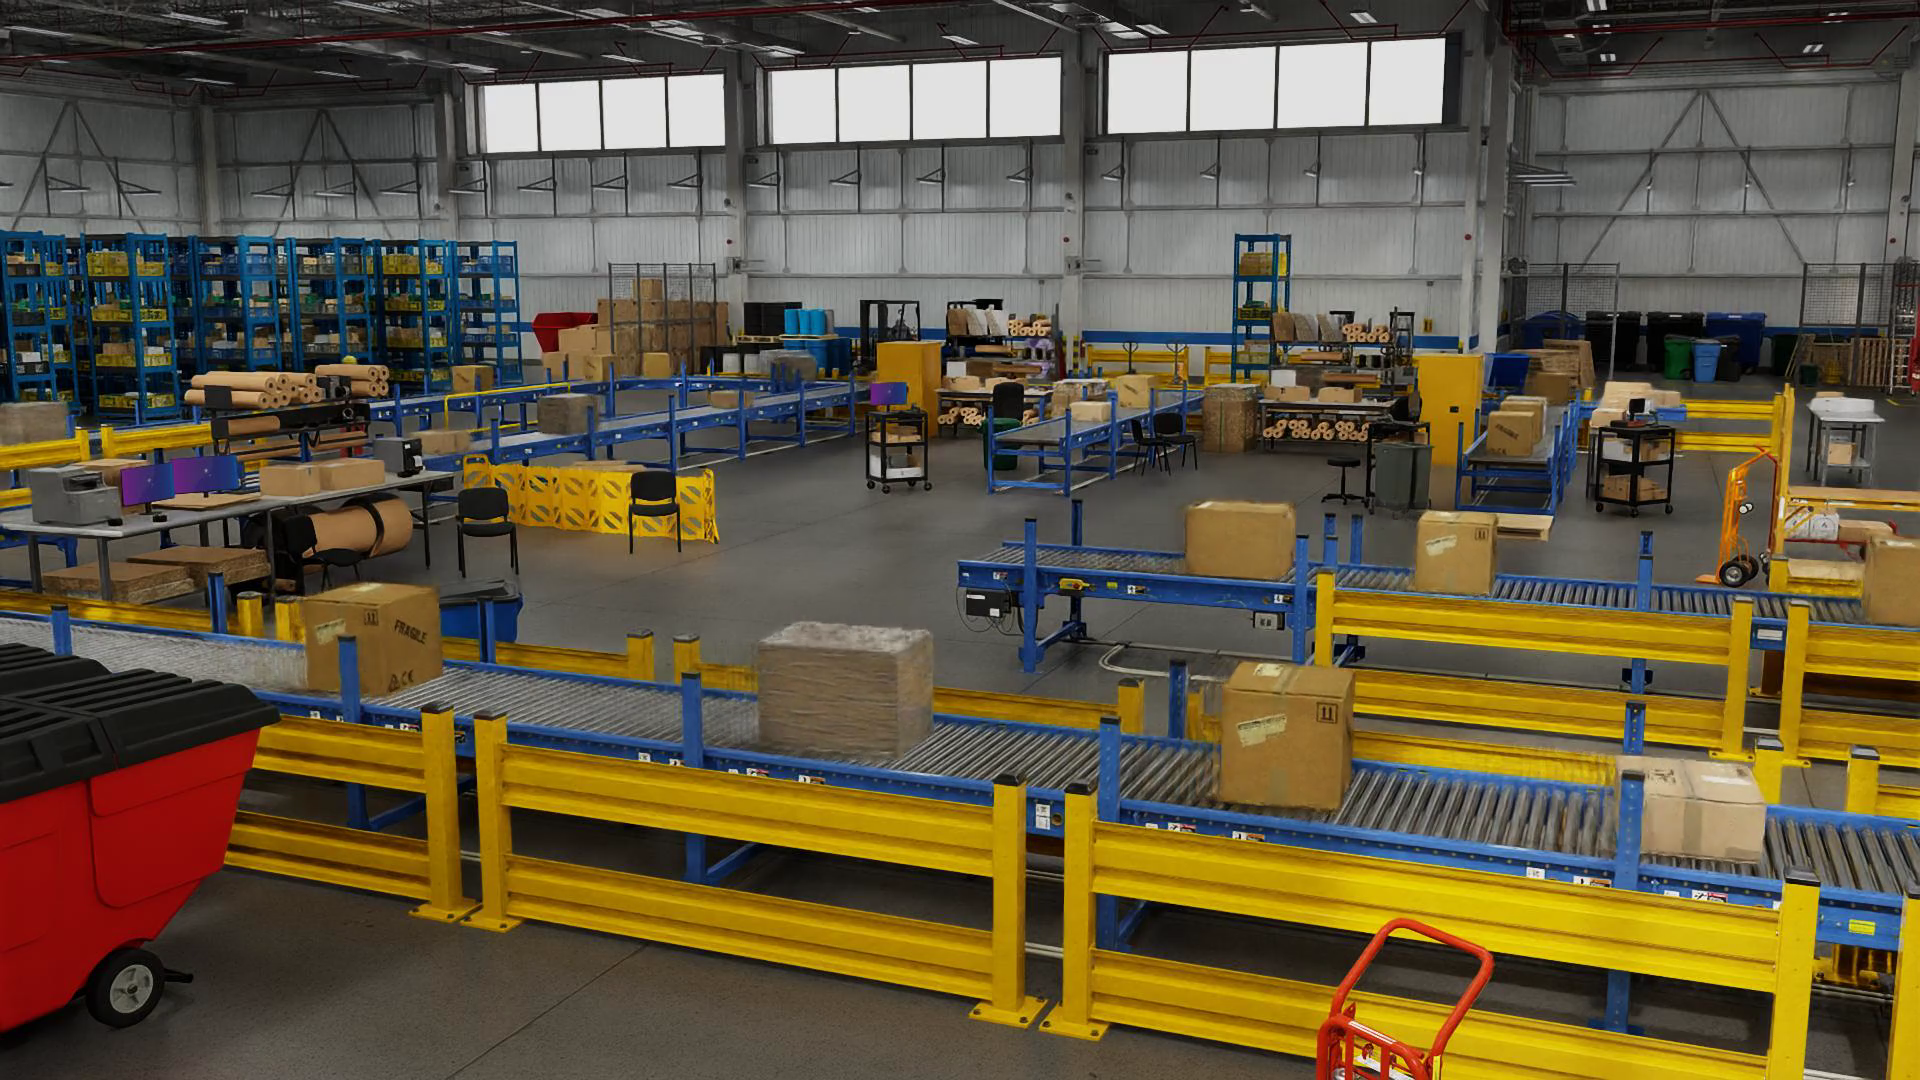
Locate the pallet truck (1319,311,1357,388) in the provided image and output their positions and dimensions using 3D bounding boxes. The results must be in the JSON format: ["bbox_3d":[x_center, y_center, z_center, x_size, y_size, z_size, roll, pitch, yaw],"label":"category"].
[{"bbox_3d":[9.071,-4.419,39.190,0.823,1.965,1.885,5,10,26],"label":"pallet truck"}]

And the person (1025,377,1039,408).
[{"bbox_3d":[1.508,-3.690,35.079,0.561,1.887,0.669,-2,10,-11],"label":"person"}]

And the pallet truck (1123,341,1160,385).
[{"bbox_3d":[4.445,-4.380,41.279,0.680,1.201,1.601,4,10,22],"label":"pallet truck"}]

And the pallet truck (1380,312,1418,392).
[{"bbox_3d":[10.207,-4.283,38.369,0.823,1.965,1.885,3,10,20],"label":"pallet truck"}]

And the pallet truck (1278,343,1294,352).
[{"bbox_3d":[7.886,-4.163,39.743,0.653,1.274,1.630,4,10,22],"label":"pallet truck"}]

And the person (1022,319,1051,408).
[{"bbox_3d":[1.418,-3.177,31.528,0.614,2.040,0.390,6,11,34],"label":"person"}]

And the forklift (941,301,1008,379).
[{"bbox_3d":[0.365,-4.966,41.571,1.157,1.987,2.680,3,10,20],"label":"forklift"}]

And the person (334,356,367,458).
[{"bbox_3d":[-8.599,-1.720,23.541,0.527,1.768,0.314,3,10,20],"label":"person"}]

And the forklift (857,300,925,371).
[{"bbox_3d":[-1.732,-5.109,42.468,1.157,1.987,2.680,4,10,22],"label":"forklift"}]

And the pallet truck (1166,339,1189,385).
[{"bbox_3d":[5.418,-4.269,40.420,0.704,1.261,1.522,3,10,20],"label":"pallet truck"}]

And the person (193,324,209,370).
[{"bbox_3d":[-17.861,-4.328,39.086,0.565,1.850,0.390,-3,10,-20],"label":"person"}]
